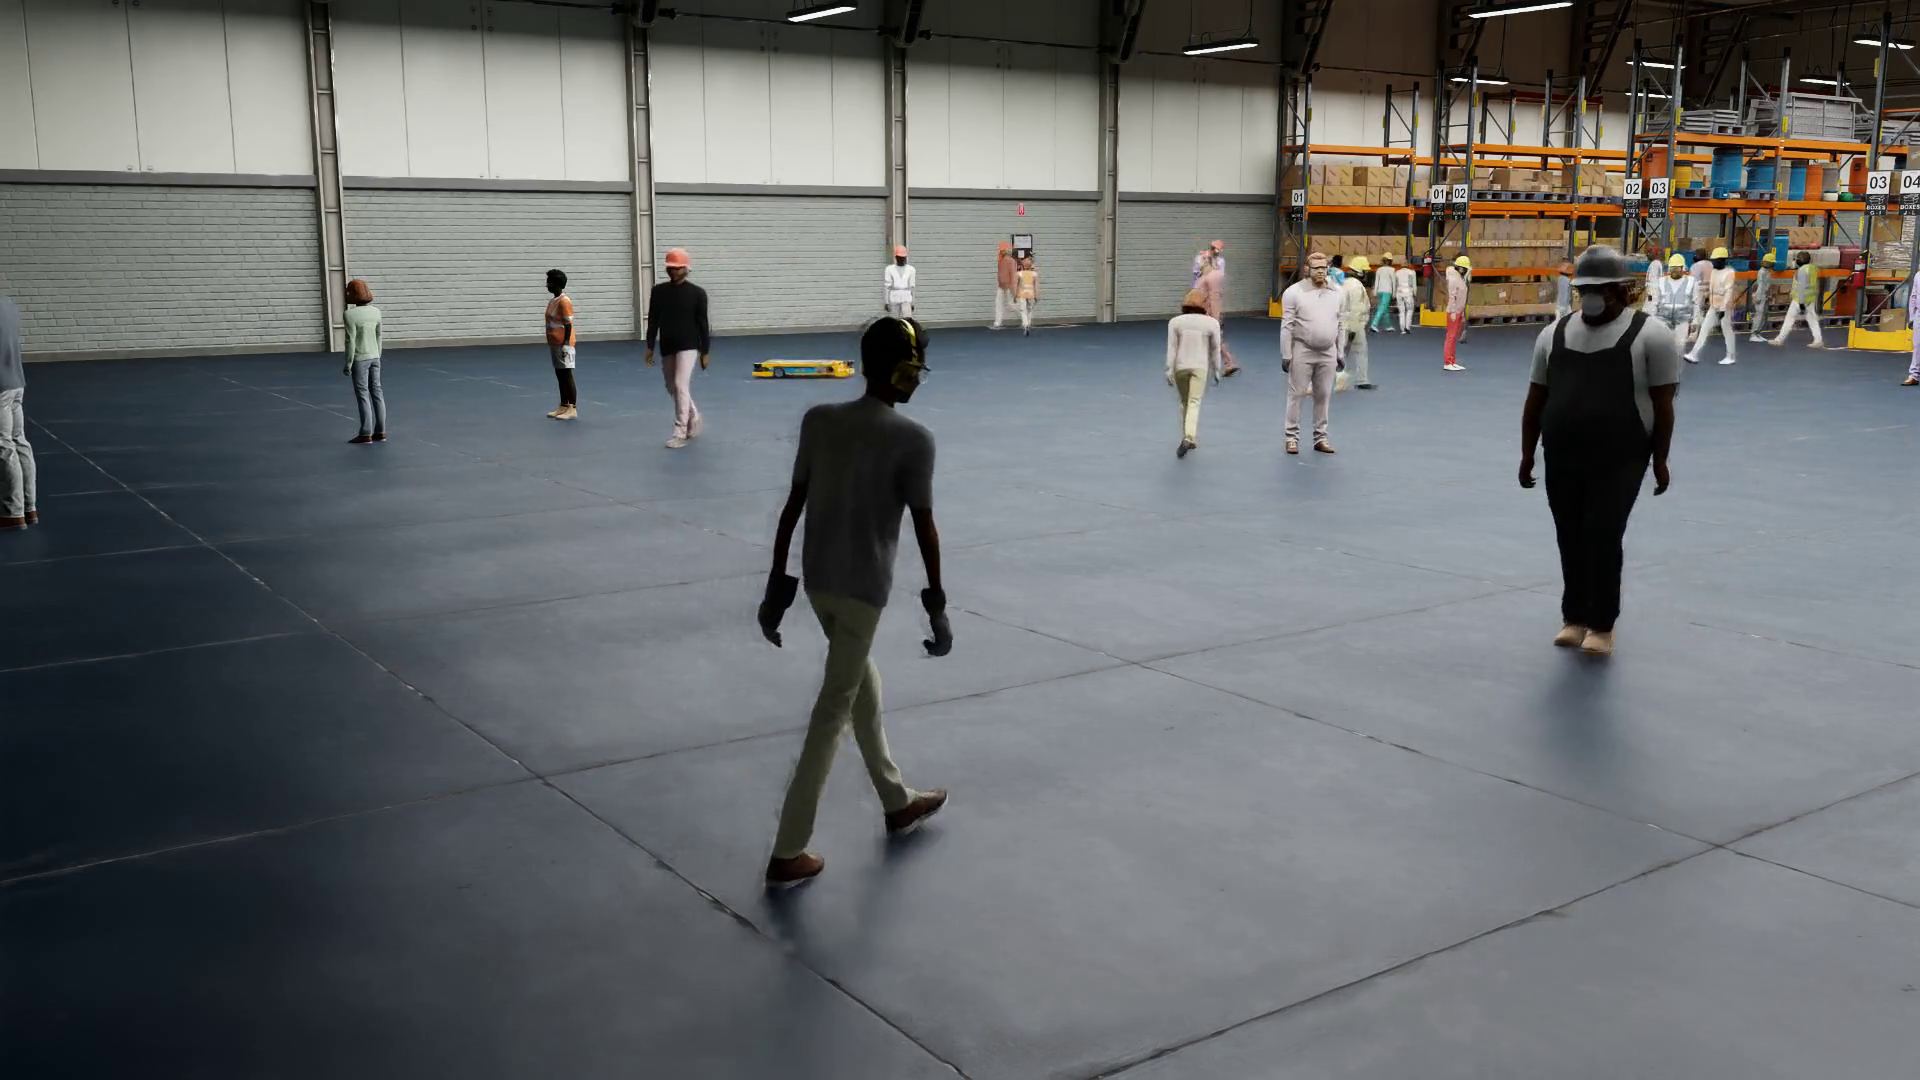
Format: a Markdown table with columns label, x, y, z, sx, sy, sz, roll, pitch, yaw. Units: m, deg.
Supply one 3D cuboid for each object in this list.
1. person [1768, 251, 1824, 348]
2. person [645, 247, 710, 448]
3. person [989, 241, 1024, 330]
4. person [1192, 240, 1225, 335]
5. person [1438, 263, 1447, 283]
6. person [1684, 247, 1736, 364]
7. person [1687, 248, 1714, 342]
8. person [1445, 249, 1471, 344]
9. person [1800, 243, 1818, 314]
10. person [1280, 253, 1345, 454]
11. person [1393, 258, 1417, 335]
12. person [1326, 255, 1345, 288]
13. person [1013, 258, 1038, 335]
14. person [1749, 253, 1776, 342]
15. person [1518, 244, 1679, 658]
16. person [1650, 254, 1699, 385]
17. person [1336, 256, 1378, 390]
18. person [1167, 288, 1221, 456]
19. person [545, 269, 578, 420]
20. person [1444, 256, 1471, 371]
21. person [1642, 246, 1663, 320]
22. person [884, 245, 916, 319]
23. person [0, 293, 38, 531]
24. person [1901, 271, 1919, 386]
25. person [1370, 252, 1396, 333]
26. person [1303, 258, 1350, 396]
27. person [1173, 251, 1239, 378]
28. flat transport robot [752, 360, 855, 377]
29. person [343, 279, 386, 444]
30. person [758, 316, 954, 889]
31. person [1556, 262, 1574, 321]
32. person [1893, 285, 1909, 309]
| label | x | y | z | sx | sy | sz | roll | pitch | yaw |
| --- | --- | --- | --- | --- | --- | --- | --- | --- | --- |
| person | 15.679 | -4.472 | 30.984 | 0.616 | 1.794 | 0.983 | -8 | 13 | -37 |
| person | -2.764 | -1.923 | 16.538 | 0.622 | 1.963 | 0.921 | 4 | 11 | 20 |
| person | 1.105 | -5.663 | 37.041 | 0.927 | 1.965 | 0.623 | -7 | 13 | -35 |
| person | 5.179 | -5.284 | 34.897 | 0.726 | 1.991 | 0.388 | 2 | 10 | 9 |
| person | 12.449 | -6.492 | 42.178 | 0.796 | 1.735 | 0.545 | -8 | 13 | -39 |
| person | 12.145 | -3.752 | 26.759 | 0.969 | 1.873 | 0.615 | -2 | 11 | -11 |
| person | 14.432 | -4.785 | 32.555 | 0.650 | 1.831 | 0.447 | -6 | 12 | -31 |
| person | 9.661 | -4.712 | 32.233 | 0.508 | 1.819 | 0.822 | 0 | 10 | 1 |
| person | 22.827 | -7.021 | 44.693 | 1.012 | 1.883 | 0.568 | -9 | 14 | -41 |
| person | 3.370 | -1.769 | 15.824 | 0.652 | 1.906 | 0.403 | -2 | 11 | -11 |
| person | 9.365 | -5.120 | 34.979 | 0.565 | 1.610 | 0.370 | 6 | 12 | 31 |
| person | 7.904 | -5.133 | 34.870 | 0.601 | 1.672 | 0.554 | -5 | 12 | -27 |
| person | 1.384 | -5.047 | 34.579 | 0.516 | 1.619 | 0.693 | -2 | 11 | -11 |
| person | 15.856 | -4.776 | 32.790 | 0.347 | 1.732 | 0.530 | 9 | 14 | 41 |
| person | 3.068 | -0.440 | 8.169 | 0.713 | 2.000 | 0.658 | 10 | 14 | 43 |
| person | 9.901 | -3.053 | 23.095 | 0.626 | 1.814 | 0.515 | 6 | 12 | 29 |
| person | 5.193 | -2.896 | 22.289 | 0.810 | 1.809 | 0.590 | -1 | 10 | -5 |
| person | 2.200 | -1.592 | 15.778 | 0.508 | 1.579 | 0.830 | 3 | 11 | 17 |
| person | -4.513 | -2.201 | 18.765 | 0.316 | 1.695 | 0.541 | -6 | 12 | -30 |
| person | 7.695 | -3.496 | 25.705 | 0.327 | 1.760 | 0.523 | 7 | 12 | 32 |
| person | 13.965 | -4.979 | 33.506 | 0.445 | 1.871 | 0.682 | 6 | 12 | 29 |
| person | -1.061 | -4.246 | 29.374 | 0.552 | 1.922 | 0.726 | -1 | 10 | -5 |
| person | -6.767 | -1.028 | 11.671 | 0.362 | 1.938 | 0.631 | -1 | 10 | -8 |
| person | 13.343 | -3.048 | 22.834 | 0.400 | 1.910 | 0.643 | -7 | 13 | -35 |
| person | 9.171 | -5.344 | 35.942 | 0.911 | 1.724 | 0.534 | -6 | 12 | -30 |
| person | 4.684 | -2.750 | 21.480 | 0.612 | 1.812 | 0.643 | 2 | 11 | 13 |
| person | 3.628 | -3.294 | 24.322 | 0.988 | 1.867 | 0.646 | 0 | 10 | -1 |
| flat transport robot | -2.299 | -2.534 | 24.502 | 1.431 | 0.197 | 0.652 | 0 | 10 | 3 |
| person | -5.963 | -1.780 | 16.625 | 0.286 | 1.636 | 0.499 | 4 | 11 | 20 |
| person | -0.310 | 0.185 | 5.420 | 0.525 | 1.791 | 0.984 | 8 | 13 | 37 |
| person | 11.121 | -4.325 | 30.666 | 0.744 | 1.609 | 0.515 | 0 | 10 | 0 |
| person | 20.355 | -5.399 | 35.667 | 0.660 | 1.925 | 0.643 | -3 | 11 | -18 |
